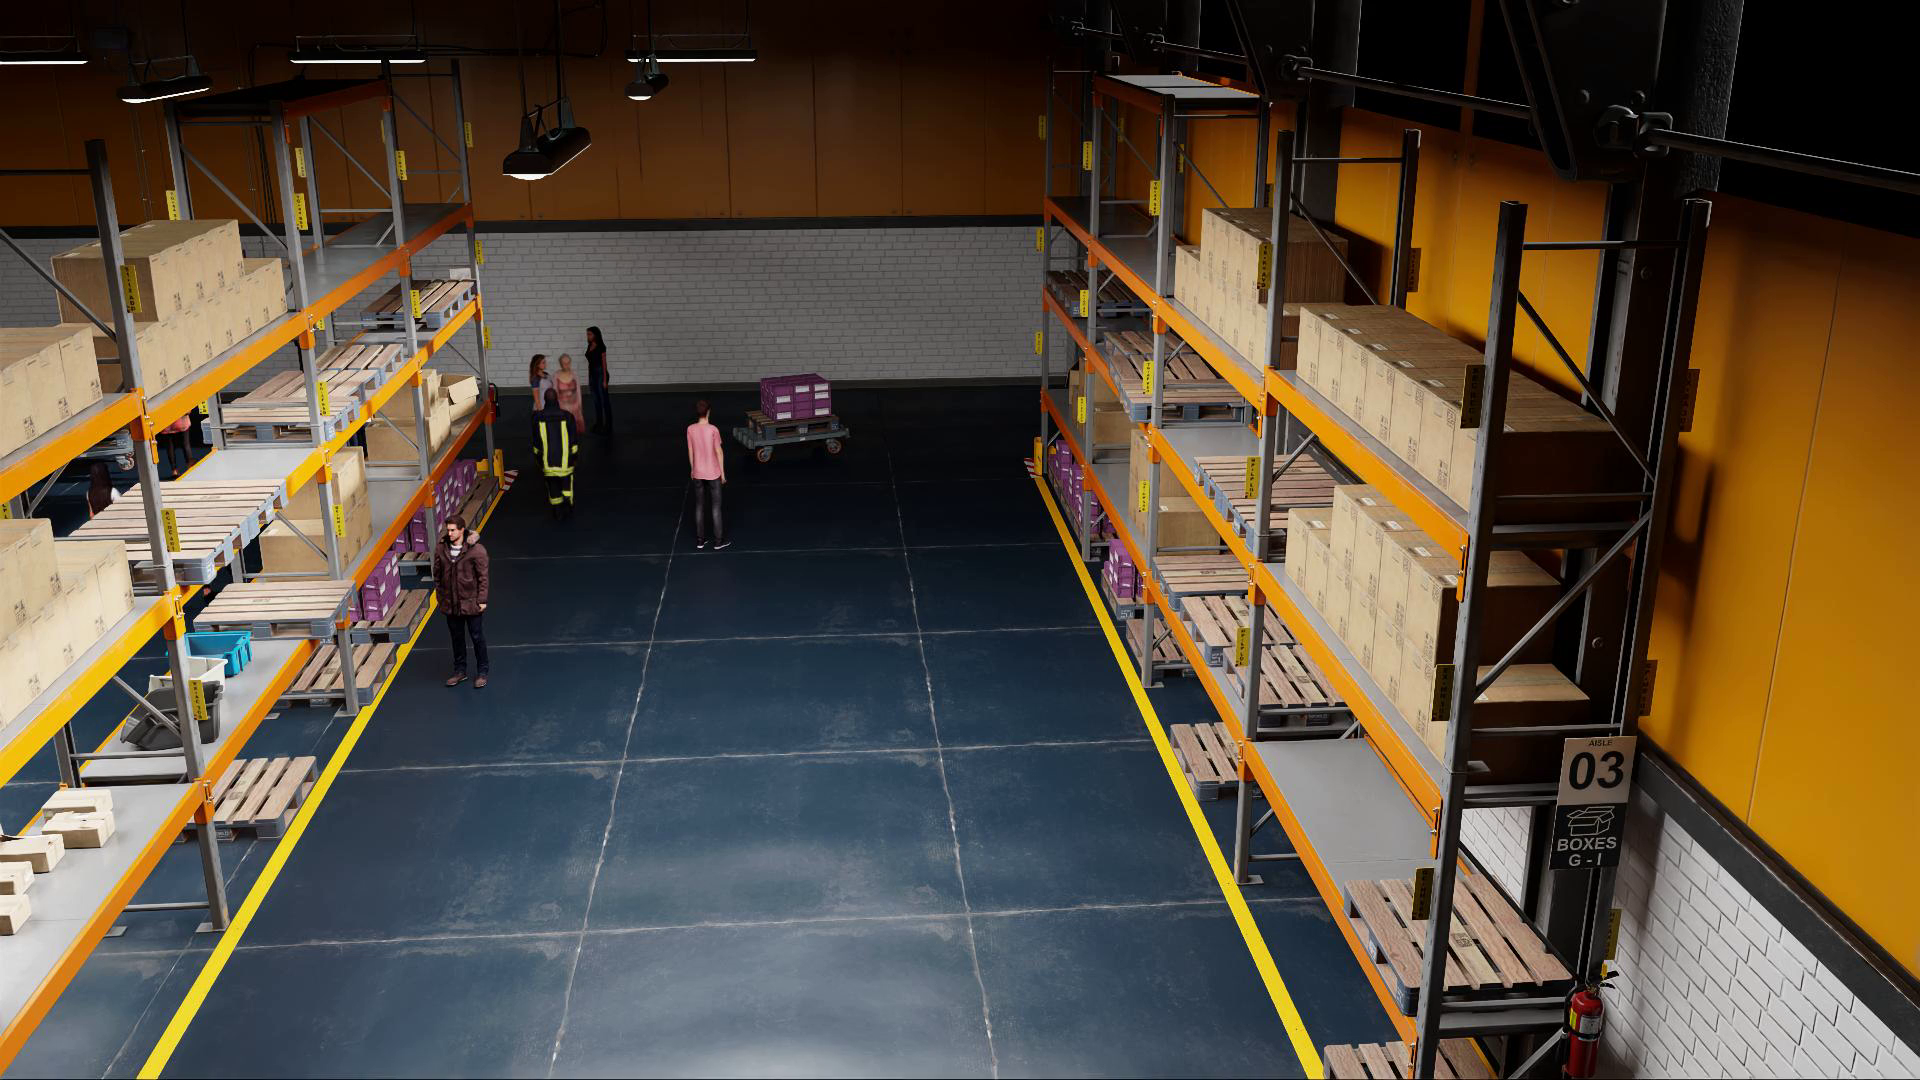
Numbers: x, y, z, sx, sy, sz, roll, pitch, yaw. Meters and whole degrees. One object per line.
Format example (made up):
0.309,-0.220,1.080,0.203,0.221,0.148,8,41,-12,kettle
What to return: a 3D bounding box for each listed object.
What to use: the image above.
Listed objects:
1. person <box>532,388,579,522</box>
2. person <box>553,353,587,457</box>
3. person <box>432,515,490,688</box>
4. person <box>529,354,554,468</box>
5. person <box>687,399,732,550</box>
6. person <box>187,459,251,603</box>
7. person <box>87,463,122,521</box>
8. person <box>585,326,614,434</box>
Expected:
-5.468,-1.150,22.518,0.813,1.809,0.921,-4,19,-12,person
-6.017,-2.051,25.412,0.733,1.669,0.770,-7,20,-21,person
-5.143,0.614,17.218,0.824,1.848,0.772,3,19,9,person
-6.300,-1.961,25.054,0.725,1.726,0.585,4,19,12,person
-3.261,-0.851,21.388,0.687,1.963,0.662,5,19,14,person
-8.912,-0.076,19.546,0.847,1.670,1.028,6,19,16,person
-9.830,-0.037,19.268,0.639,1.774,0.600,3,19,10,person
-5.854,-2.616,26.988,0.650,1.735,0.702,13,23,34,person
